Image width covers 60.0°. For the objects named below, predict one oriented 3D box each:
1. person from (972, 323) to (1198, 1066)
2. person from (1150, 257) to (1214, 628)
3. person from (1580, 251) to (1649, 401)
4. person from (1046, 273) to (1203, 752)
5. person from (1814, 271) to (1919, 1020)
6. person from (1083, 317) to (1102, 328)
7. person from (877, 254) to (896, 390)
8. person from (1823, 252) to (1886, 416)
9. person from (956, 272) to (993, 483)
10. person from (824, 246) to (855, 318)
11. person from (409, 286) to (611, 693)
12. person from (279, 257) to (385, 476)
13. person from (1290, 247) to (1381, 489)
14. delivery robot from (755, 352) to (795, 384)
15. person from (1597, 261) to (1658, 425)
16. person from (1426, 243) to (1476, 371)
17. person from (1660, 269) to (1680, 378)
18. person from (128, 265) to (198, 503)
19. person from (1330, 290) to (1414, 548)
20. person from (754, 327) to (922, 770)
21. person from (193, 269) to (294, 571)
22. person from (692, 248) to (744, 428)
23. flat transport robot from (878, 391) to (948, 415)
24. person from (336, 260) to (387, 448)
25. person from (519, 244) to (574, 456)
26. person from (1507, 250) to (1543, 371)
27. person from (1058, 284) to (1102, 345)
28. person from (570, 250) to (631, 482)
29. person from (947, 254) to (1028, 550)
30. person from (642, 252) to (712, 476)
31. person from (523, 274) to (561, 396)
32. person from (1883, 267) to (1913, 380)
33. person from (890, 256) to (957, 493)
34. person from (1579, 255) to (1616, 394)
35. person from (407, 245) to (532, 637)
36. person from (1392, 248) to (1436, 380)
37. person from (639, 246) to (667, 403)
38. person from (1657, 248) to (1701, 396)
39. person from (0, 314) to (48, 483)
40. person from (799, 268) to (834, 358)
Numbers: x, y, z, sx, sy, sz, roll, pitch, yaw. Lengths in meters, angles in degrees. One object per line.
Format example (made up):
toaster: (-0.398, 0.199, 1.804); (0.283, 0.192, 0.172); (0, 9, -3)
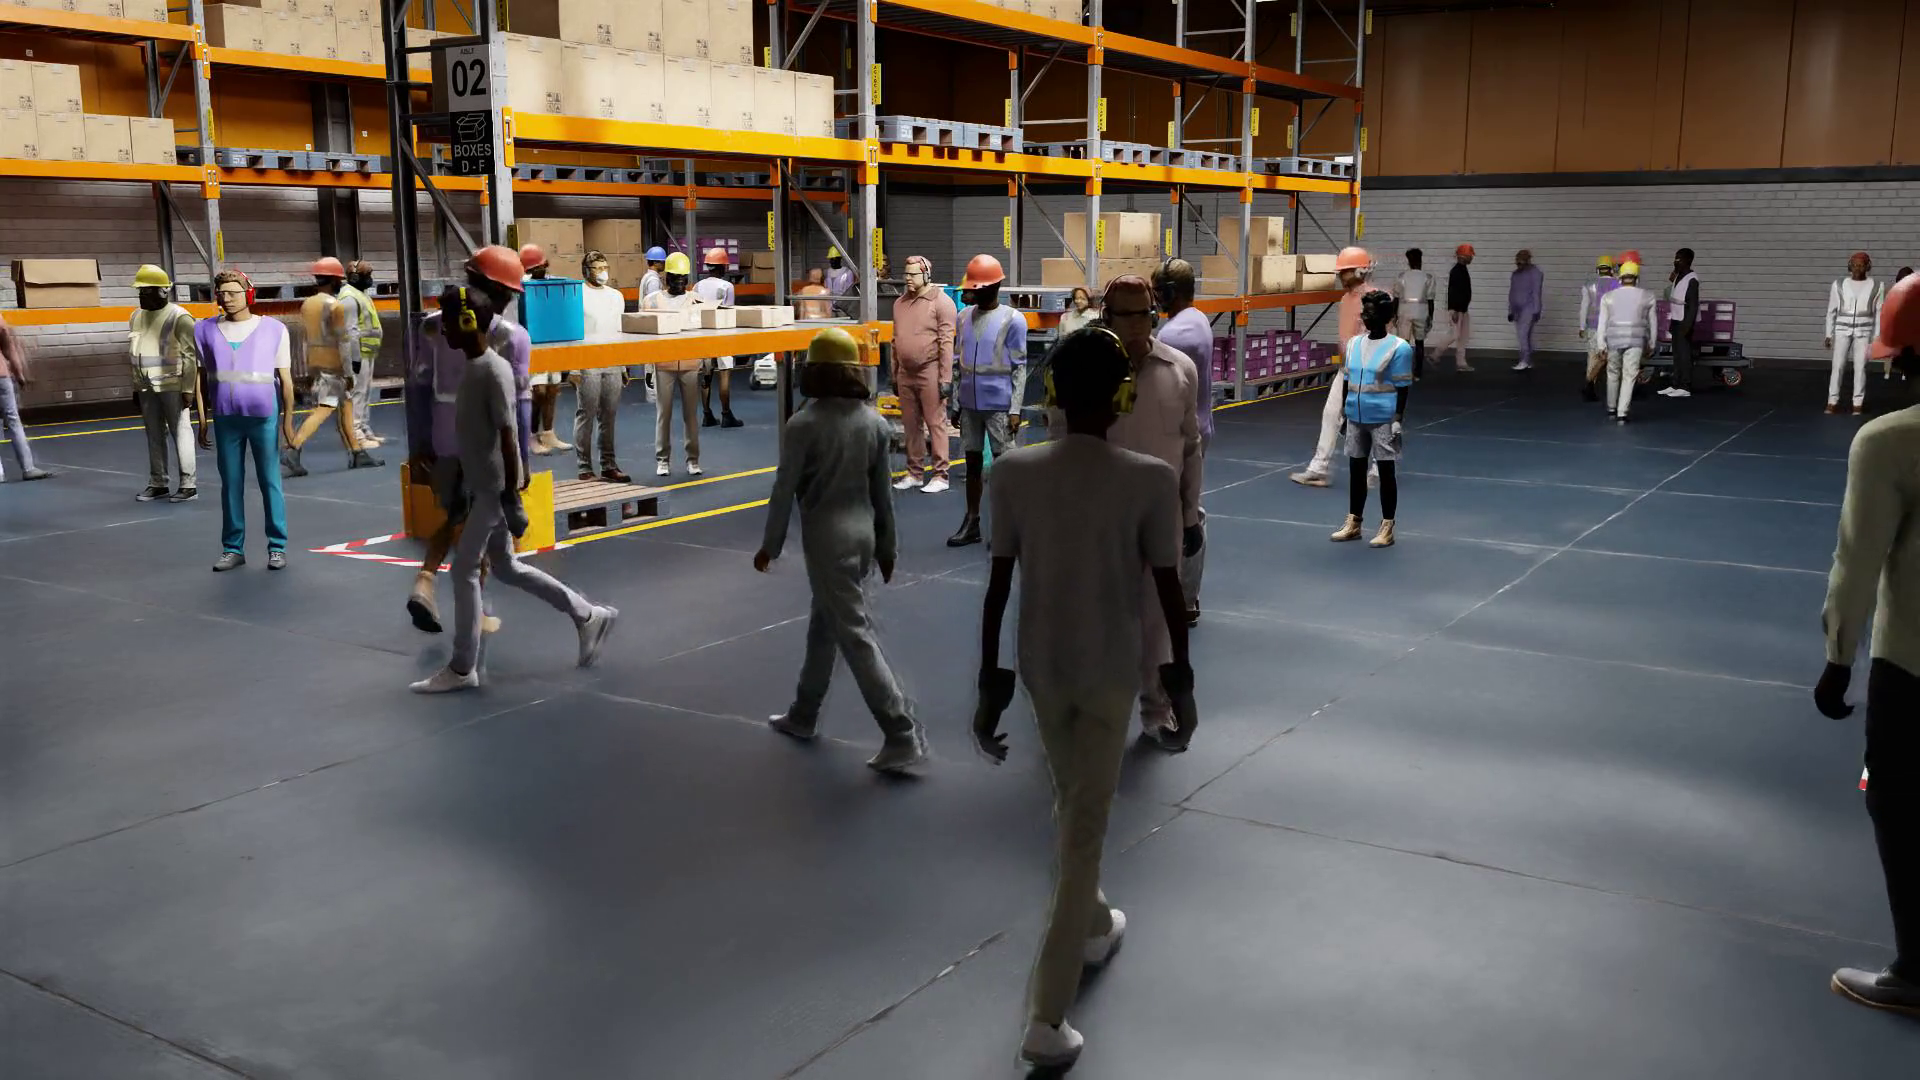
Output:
person: (0.321, 0.362, 4.269); (0.537, 1.823, 0.989); (4, 11, 21)
person: (1.139, -0.504, 8.722); (0.371, 1.933, 0.627); (3, 11, 16)
person: (8.234, -2.672, 20.847); (0.957, 1.891, 0.584); (-3, 11, -19)
person: (0.655, -0.090, 6.543); (0.651, 1.896, 0.402); (-3, 11, -17)
person: (2.609, 0.295, 4.268); (0.767, 1.956, 0.373); (0, 10, 0)
person: (0.597, -0.126, 7.274); (0.317, 1.698, 0.540); (9, 13, 40)
person: (-0.957, -2.605, 20.603); (0.504, 1.847, 0.344); (1, 10, 3)
person: (10.342, -2.381, 19.253); (0.584, 1.883, 0.337); (6, 12, 31)
person: (0.126, -1.361, 13.934); (0.315, 1.769, 0.524); (-1, 10, -5)
person: (-1.941, -3.697, 26.431); (0.590, 1.926, 0.388); (7, 12, 32)
person: (-2.064, -0.239, 7.557); (0.875, 1.833, 0.505); (-5, 11, -26)
person: (-5.536, -1.508, 14.432); (0.559, 1.893, 0.993); (9, 13, 39)
person: (3.117, -1.373, 13.447); (0.920, 1.951, 0.636); (-3, 11, -18)
delivery robot: (-2.504, -2.349, 22.506); (0.477, 0.478, 0.707); (3, 11, 16)
person: (7.418, -2.190, 18.476); (0.606, 1.776, 0.941); (6, 12, 29)
person: (7.665, -3.584, 25.702); (0.583, 1.996, 0.623); (6, 12, 32)
person: (10.561, -3.208, 24.532); (0.279, 1.634, 0.498); (-3, 11, -17)
person: (-6.184, -1.203, 12.873); (0.596, 1.832, 0.404); (3, 11, 18)
person: (2.733, -0.800, 11.020); (0.318, 1.697, 0.533); (-9, 13, -39)
person: (-0.448, 0.021, 6.481); (0.921, 1.693, 0.494); (9, 13, 39)
person: (-4.386, -0.732, 10.227); (0.570, 1.843, 0.372); (-1, 10, -7)
person: (-2.628, -2.183, 18.010); (0.545, 1.939, 0.373); (6, 12, 30)
flat transport robot: (-0.658, -1.633, 19.584); (0.652, 0.197, 1.431); (3, 11, 16)
person: (-5.867, -1.812, 16.271); (0.430, 1.831, 0.634); (-2, 10, -8)
person: (-3.944, -1.785, 15.676); (0.437, 1.988, 0.678); (5, 11, 24)
person: (8.752, -3.549, 25.777); (0.690, 1.869, 0.740); (-4, 11, -20)
person: (1.110, -1.523, 15.220); (0.537, 1.621, 0.383); (7, 12, 34)
person: (-2.997, -1.419, 13.778); (0.372, 1.940, 0.630); (7, 12, 35)
person: (0.166, -0.891, 10.883); (0.542, 1.929, 0.373); (7, 12, 32)
person: (-2.423, -1.506, 14.325); (0.589, 1.922, 0.389); (-3, 11, -16)
person: (-5.465, -2.797, 21.566); (0.573, 1.883, 0.355); (0, 10, 0)
person: (13.667, -3.137, 24.139); (0.499, 1.634, 0.288); (8, 13, 38)
person: (-0.323, -1.326, 13.389); (0.636, 1.900, 0.402); (8, 13, 38)
person: (8.426, -2.814, 21.811); (0.593, 1.828, 0.403); (2, 10, 11)
person: (-2.444, -0.459, 8.312); (0.658, 1.996, 0.634); (3, 11, 18)
person: (6.476, -3.209, 23.766); (0.596, 1.926, 0.904); (2, 11, 13)
person: (-3.794, -2.677, 20.747); (0.410, 1.944, 0.612); (-3, 11, -15)
person: (9.400, -2.823, 21.612); (0.395, 1.920, 0.587); (1, 10, 4)
person: (-8.061, -1.329, 13.877); (0.390, 1.721, 0.698); (5, 12, 27)
person: (-2.016, -3.026, 23.538); (0.539, 1.622, 0.381); (5, 12, 28)
